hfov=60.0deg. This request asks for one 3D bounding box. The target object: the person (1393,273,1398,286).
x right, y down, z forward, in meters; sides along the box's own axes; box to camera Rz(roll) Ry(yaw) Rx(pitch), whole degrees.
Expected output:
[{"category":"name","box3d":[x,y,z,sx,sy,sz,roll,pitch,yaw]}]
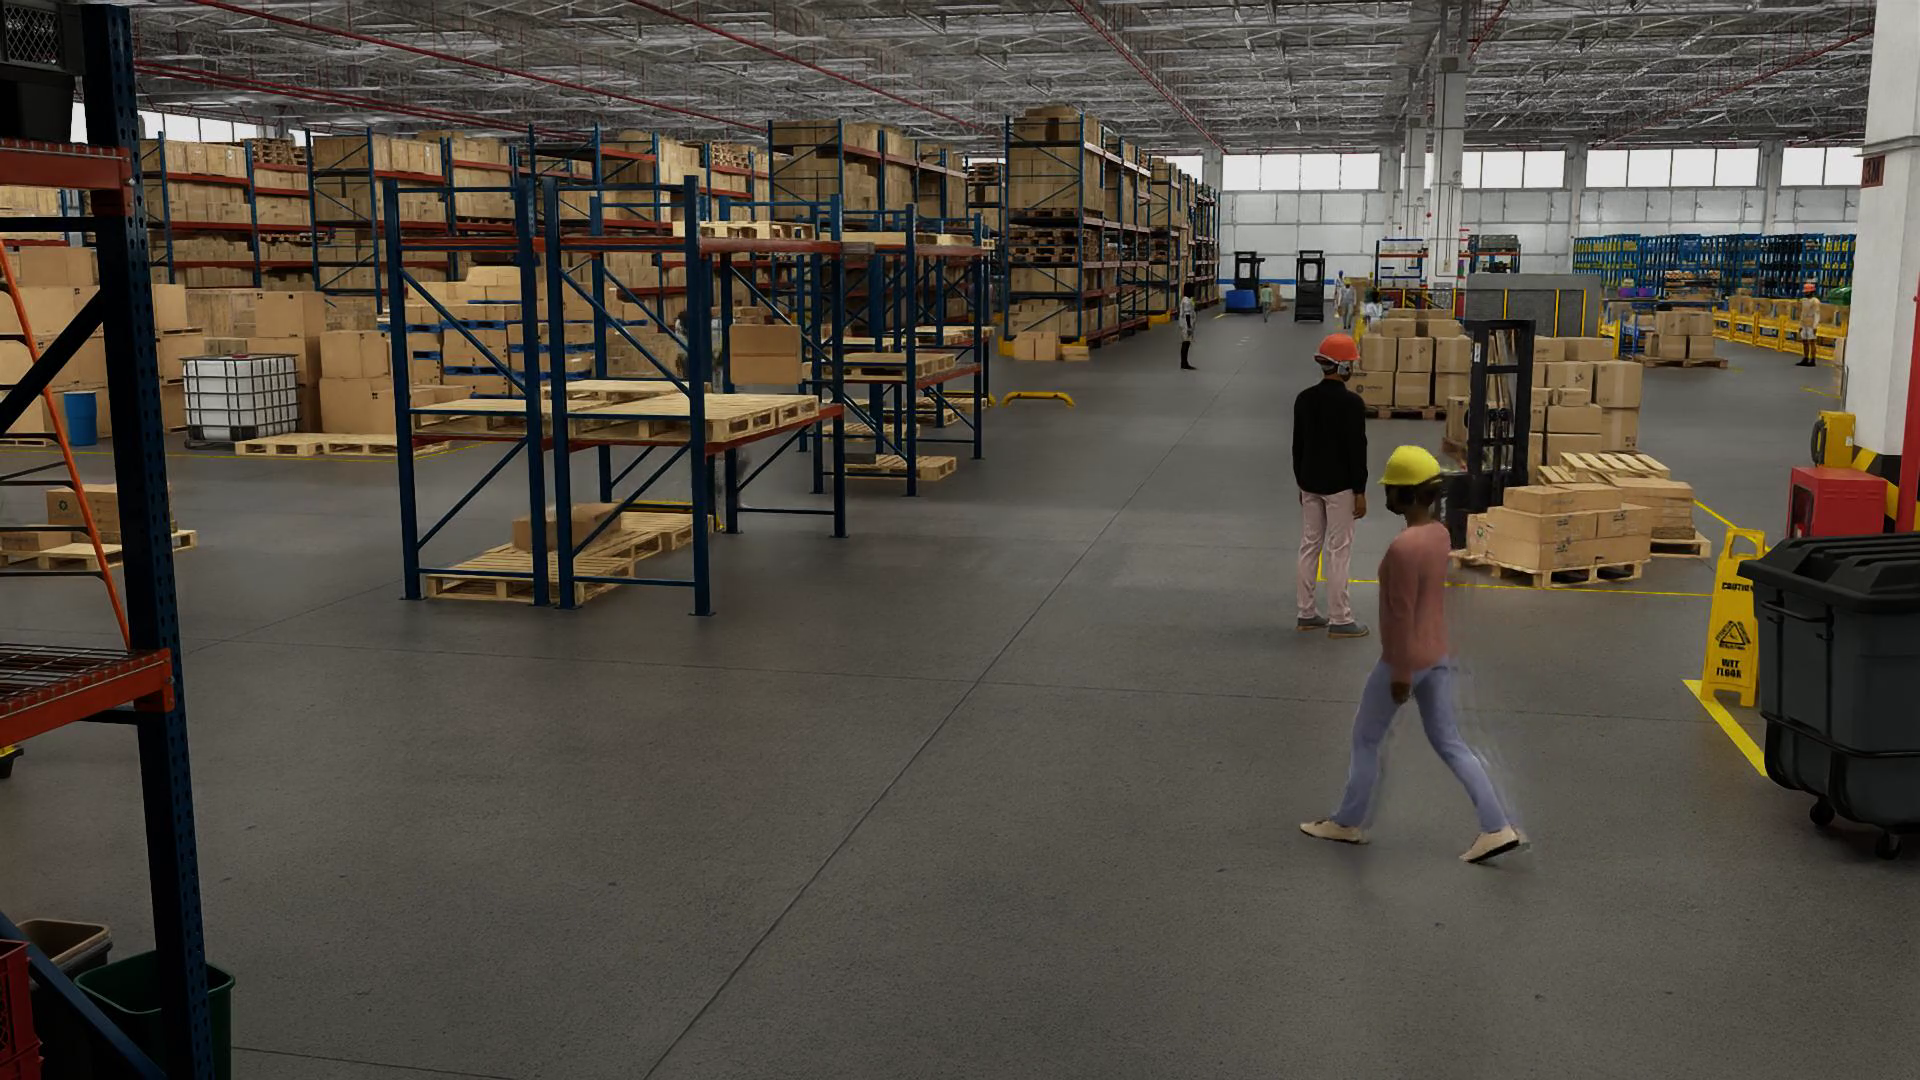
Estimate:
[{"category":"person","box3d":[23.055,-13.265,88.115,0.483,1.745,0.299,-4,10,-21]}]

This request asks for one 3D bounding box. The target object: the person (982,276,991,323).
[{"category":"person","box3d":[0.847,-9.142,63.368,0.967,1.867,0.646,8,13,40]}]

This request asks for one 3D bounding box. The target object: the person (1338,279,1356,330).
[{"category":"person","box3d":[13.657,-8.319,58.701,0.624,1.779,0.929,2,10,12]}]

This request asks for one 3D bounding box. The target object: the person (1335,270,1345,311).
[{"category":"person","box3d":[18.292,-11.999,80.063,0.601,1.940,0.411,-5,11,-27]}]

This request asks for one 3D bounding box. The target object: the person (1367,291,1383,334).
[{"category":"person","box3d":[10.514,-5.504,42.372,0.535,1.683,0.499,-6,11,-32]}]

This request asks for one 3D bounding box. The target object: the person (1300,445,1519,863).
[{"category":"person","box3d":[1.905,0.468,6.848,0.891,1.724,0.538,7,12,37]}]

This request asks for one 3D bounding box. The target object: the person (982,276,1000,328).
[{"category":"person","box3d":[0.972,-8.522,59.658,0.618,1.880,1.064,-8,13,-41]}]

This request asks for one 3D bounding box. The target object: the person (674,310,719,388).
[{"category":"person","box3d":[-3.471,-2.177,22.297,0.690,1.801,0.427,-1,10,-8]}]

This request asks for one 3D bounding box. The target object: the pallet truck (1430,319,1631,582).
[{"category":"pallet truck","box3d":[4.543,-0.757,13.299,0.823,1.965,1.885,-4,10,-22]}]

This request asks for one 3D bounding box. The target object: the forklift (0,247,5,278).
[{"category":"forklift","box3d":[-27.172,-6.827,46.631,1.129,2.768,1.873,2,10,12]}]

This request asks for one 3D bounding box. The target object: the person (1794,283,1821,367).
[{"category":"person","box3d":[19.607,-4.975,38.463,0.380,1.933,0.551,-1,10,-7]}]

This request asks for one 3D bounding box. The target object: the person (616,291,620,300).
[{"category":"person","box3d":[-8.760,-5.440,41.984,0.518,1.685,0.533,2,10,11]}]

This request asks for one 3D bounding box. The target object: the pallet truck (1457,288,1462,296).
[{"category":"pallet truck","box3d":[20.506,-9.785,68.819,0.653,1.274,1.630,2,10,12]}]

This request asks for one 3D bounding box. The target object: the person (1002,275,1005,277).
[{"category":"person","box3d":[2.204,-12.877,85.318,0.569,1.908,0.719,2,10,13]}]

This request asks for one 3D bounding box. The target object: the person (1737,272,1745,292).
[{"category":"person","box3d":[37.580,-11.923,79.882,0.564,1.841,0.390,-3,10,-16]}]

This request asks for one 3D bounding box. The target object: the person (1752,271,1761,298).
[{"category":"person","box3d":[36.829,-11.540,77.252,0.623,1.963,0.841,1,10,6]}]

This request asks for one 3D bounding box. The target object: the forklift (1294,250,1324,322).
[{"category":"forklift","box3d":[13.778,-10.002,65.433,1.129,2.768,1.873,2,10,12]}]

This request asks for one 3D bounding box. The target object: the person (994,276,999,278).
[{"category":"person","box3d":[2.109,-14.216,93.707,0.571,1.768,0.931,-1,10,-4]}]

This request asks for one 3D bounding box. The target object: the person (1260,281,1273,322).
[{"category":"person","box3d":[12.067,-9.388,65.488,0.517,1.621,0.361,4,10,22]}]

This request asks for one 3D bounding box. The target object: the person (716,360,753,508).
[{"category":"person","box3d":[-2.161,-1.127,16.252,0.355,1.727,0.507,1,10,5]}]

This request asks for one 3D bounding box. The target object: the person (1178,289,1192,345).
[{"category":"person","box3d":[6.482,-6.413,47.817,0.455,1.655,0.600,3,10,20]}]

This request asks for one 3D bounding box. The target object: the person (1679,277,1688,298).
[{"category":"person","box3d":[31.516,-10.661,72.316,0.866,1.883,0.645,7,12,35]}]

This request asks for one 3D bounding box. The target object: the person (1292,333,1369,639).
[{"category":"person","box3d":[2.442,-0.354,10.922,0.377,1.995,0.608,-6,11,-33]}]

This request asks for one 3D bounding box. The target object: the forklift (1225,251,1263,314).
[{"category":"forklift","box3d":[12.766,-11.551,74.605,1.129,2.768,1.873,6,11,32]}]

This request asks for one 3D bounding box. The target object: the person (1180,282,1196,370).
[{"category":"person","box3d":[5.093,-4.773,37.172,0.367,1.966,0.607,0,10,1]}]
